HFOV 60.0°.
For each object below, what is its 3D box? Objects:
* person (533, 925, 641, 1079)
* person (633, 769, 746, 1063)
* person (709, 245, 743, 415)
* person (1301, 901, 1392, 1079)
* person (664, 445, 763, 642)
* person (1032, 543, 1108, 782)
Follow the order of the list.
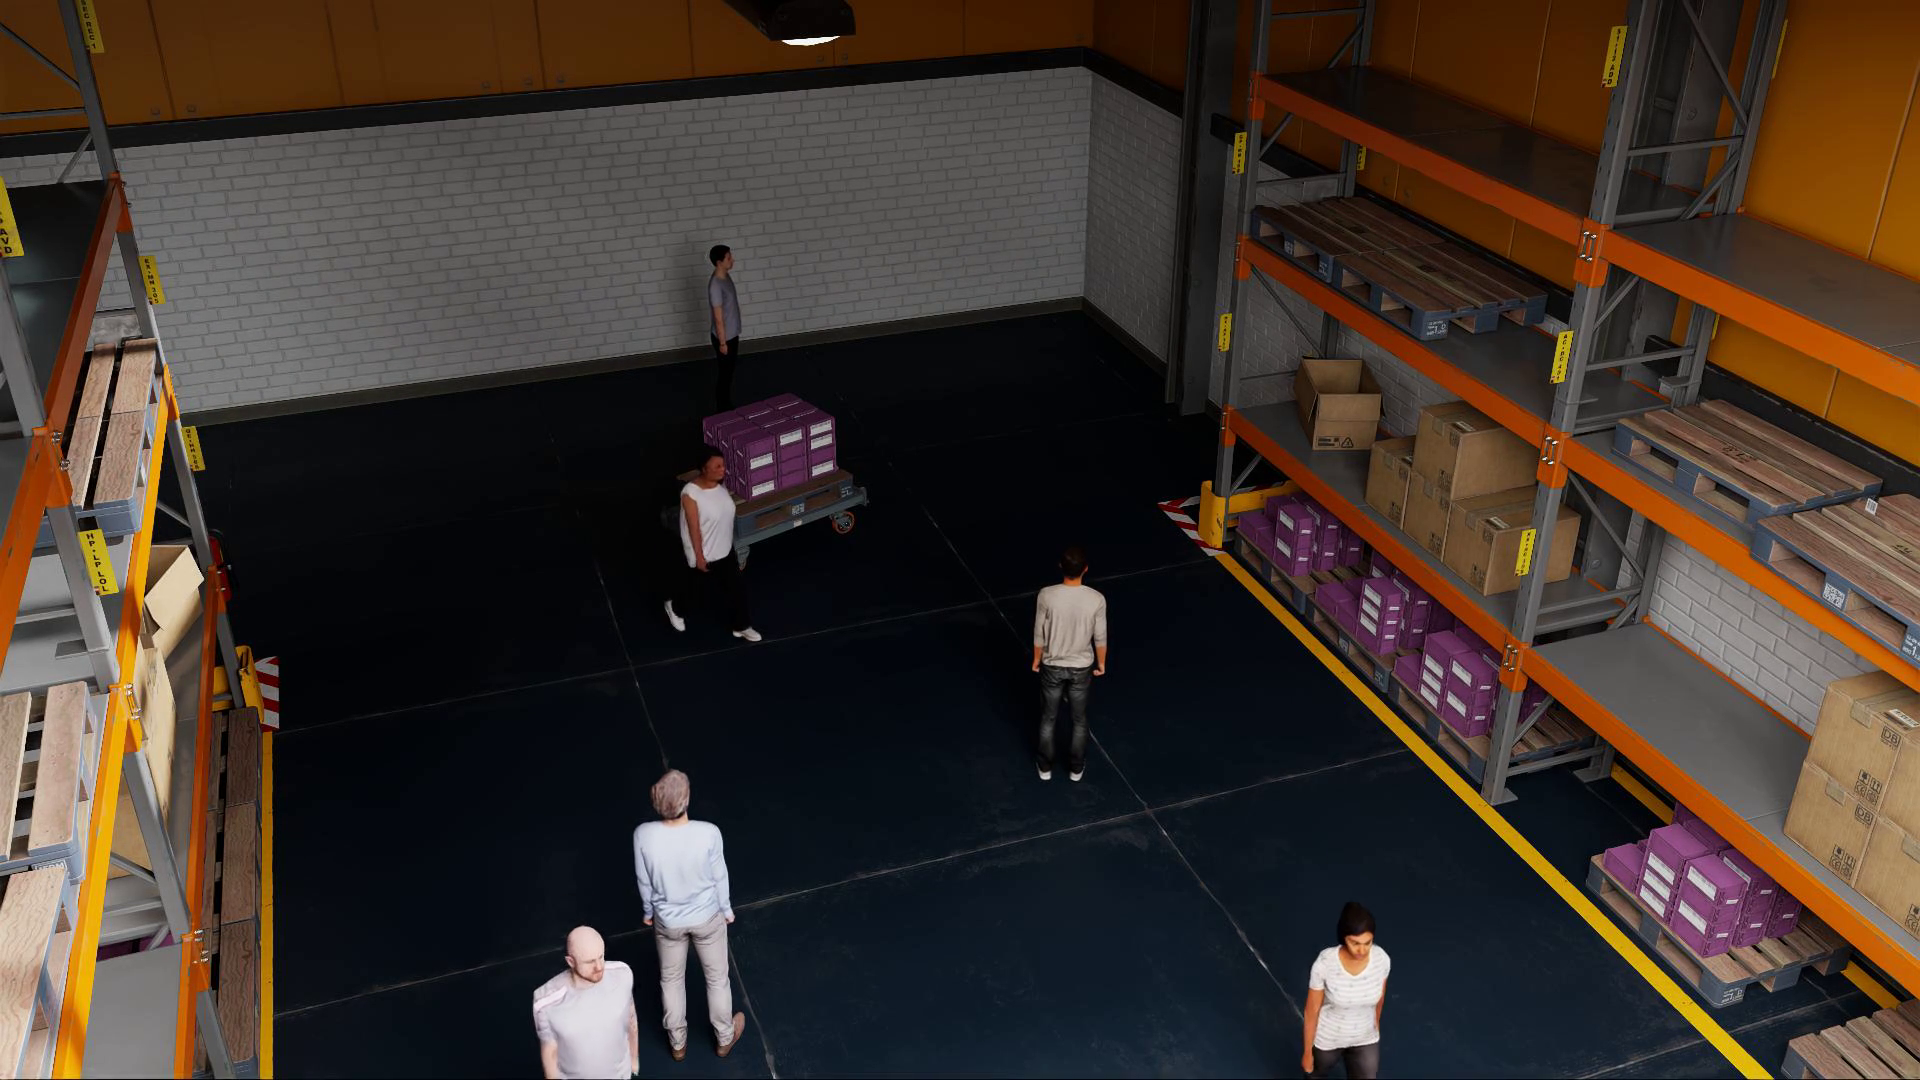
[{"bbox_3d":[-1.828,2.572,8.142,0.768,1.814,1.000,-15,32,-25],"label":"person"},{"bbox_3d":[-1.477,2.043,9.029,0.728,1.894,0.701,0,29,0],"label":"person"},{"bbox_3d":[-2.343,-2.039,16.544,0.801,1.863,0.617,1,29,1],"label":"person"},{"bbox_3d":[1.929,2.479,8.534,0.812,1.602,1.136,-2,29,-3],"label":"person"},{"bbox_3d":[-1.986,0.045,12.938,1.143,1.658,1.040,16,32,27],"label":"person"},{"bbox_3d":[0.729,0.851,11.308,0.730,1.804,0.693,1,29,3],"label":"person"}]
